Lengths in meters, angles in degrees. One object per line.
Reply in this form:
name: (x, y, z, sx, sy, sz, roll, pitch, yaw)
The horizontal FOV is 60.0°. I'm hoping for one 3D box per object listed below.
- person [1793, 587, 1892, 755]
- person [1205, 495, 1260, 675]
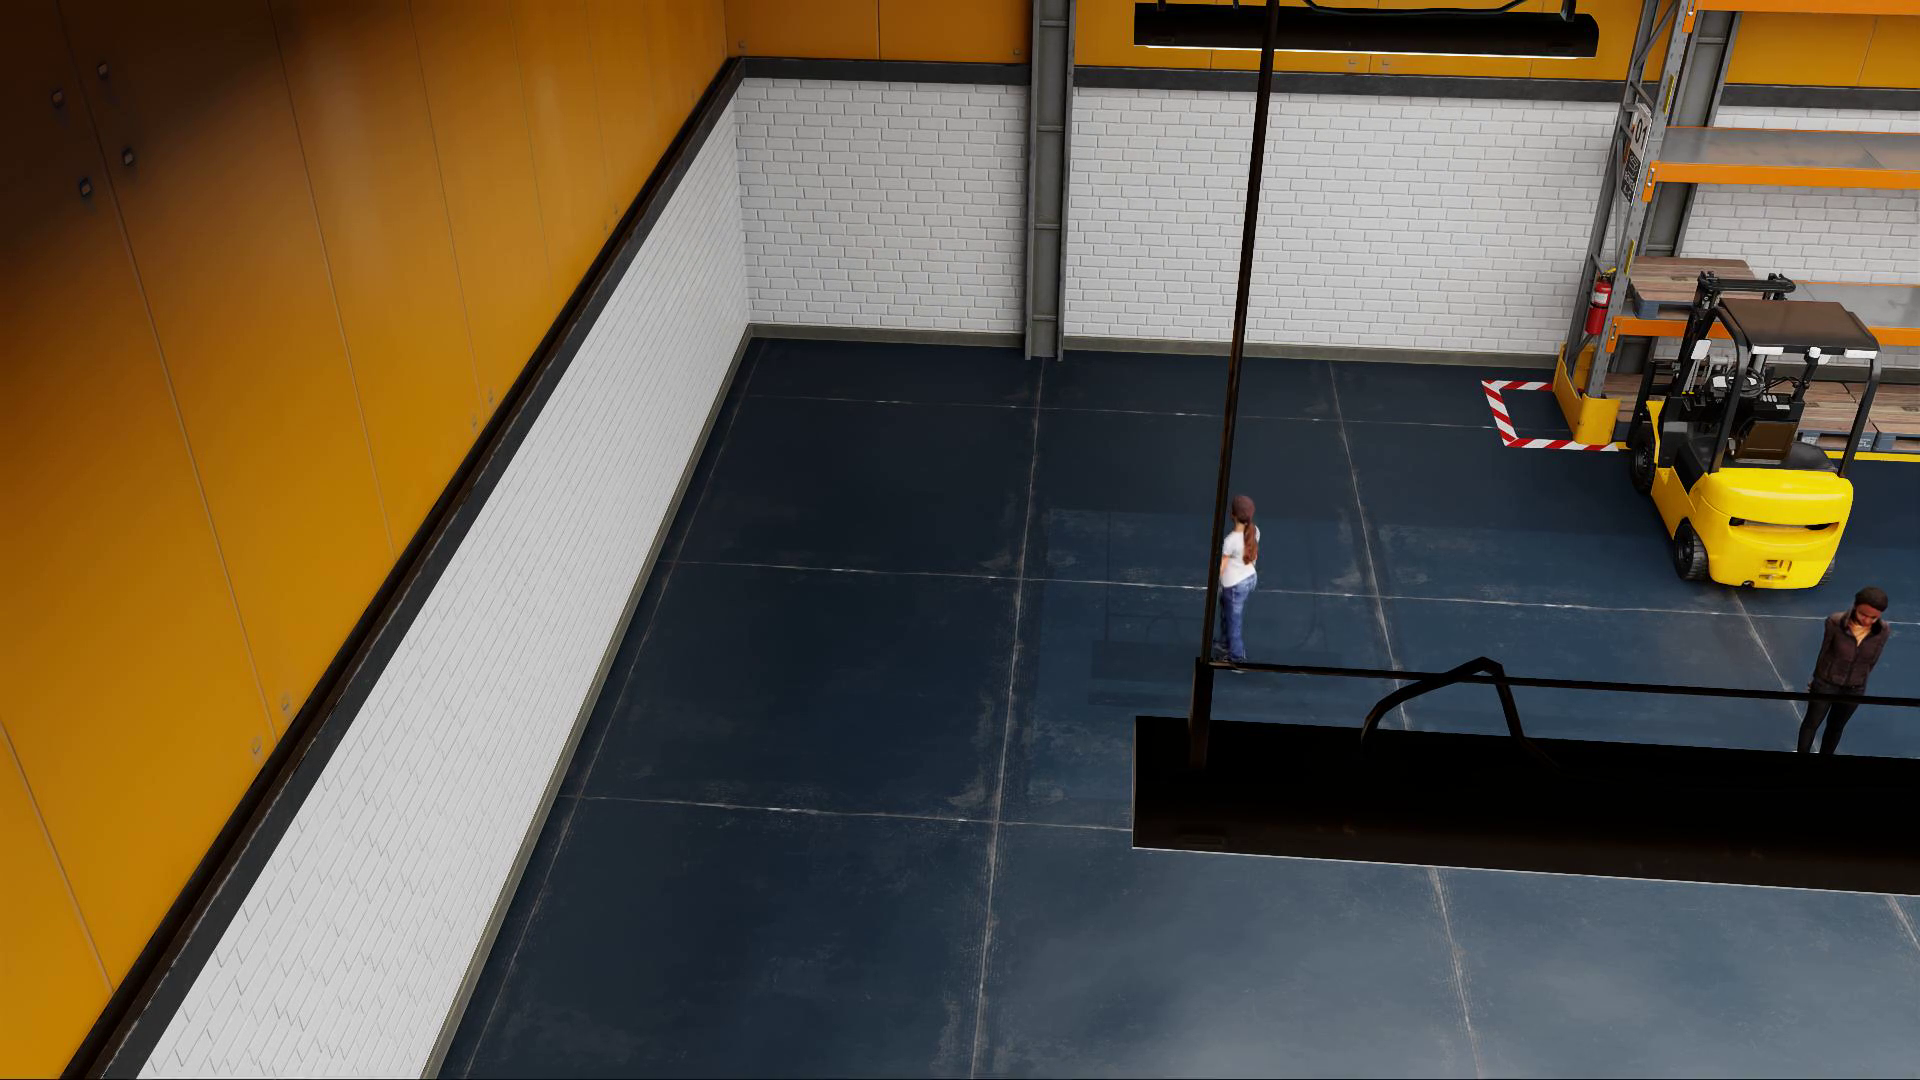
person: (6.171, 0.994, 11.676, 0.591, 1.661, 0.659, -11, 35, -17)
person: (2.170, 0.363, 12.723, 0.715, 1.551, 0.776, -26, 42, -34)
